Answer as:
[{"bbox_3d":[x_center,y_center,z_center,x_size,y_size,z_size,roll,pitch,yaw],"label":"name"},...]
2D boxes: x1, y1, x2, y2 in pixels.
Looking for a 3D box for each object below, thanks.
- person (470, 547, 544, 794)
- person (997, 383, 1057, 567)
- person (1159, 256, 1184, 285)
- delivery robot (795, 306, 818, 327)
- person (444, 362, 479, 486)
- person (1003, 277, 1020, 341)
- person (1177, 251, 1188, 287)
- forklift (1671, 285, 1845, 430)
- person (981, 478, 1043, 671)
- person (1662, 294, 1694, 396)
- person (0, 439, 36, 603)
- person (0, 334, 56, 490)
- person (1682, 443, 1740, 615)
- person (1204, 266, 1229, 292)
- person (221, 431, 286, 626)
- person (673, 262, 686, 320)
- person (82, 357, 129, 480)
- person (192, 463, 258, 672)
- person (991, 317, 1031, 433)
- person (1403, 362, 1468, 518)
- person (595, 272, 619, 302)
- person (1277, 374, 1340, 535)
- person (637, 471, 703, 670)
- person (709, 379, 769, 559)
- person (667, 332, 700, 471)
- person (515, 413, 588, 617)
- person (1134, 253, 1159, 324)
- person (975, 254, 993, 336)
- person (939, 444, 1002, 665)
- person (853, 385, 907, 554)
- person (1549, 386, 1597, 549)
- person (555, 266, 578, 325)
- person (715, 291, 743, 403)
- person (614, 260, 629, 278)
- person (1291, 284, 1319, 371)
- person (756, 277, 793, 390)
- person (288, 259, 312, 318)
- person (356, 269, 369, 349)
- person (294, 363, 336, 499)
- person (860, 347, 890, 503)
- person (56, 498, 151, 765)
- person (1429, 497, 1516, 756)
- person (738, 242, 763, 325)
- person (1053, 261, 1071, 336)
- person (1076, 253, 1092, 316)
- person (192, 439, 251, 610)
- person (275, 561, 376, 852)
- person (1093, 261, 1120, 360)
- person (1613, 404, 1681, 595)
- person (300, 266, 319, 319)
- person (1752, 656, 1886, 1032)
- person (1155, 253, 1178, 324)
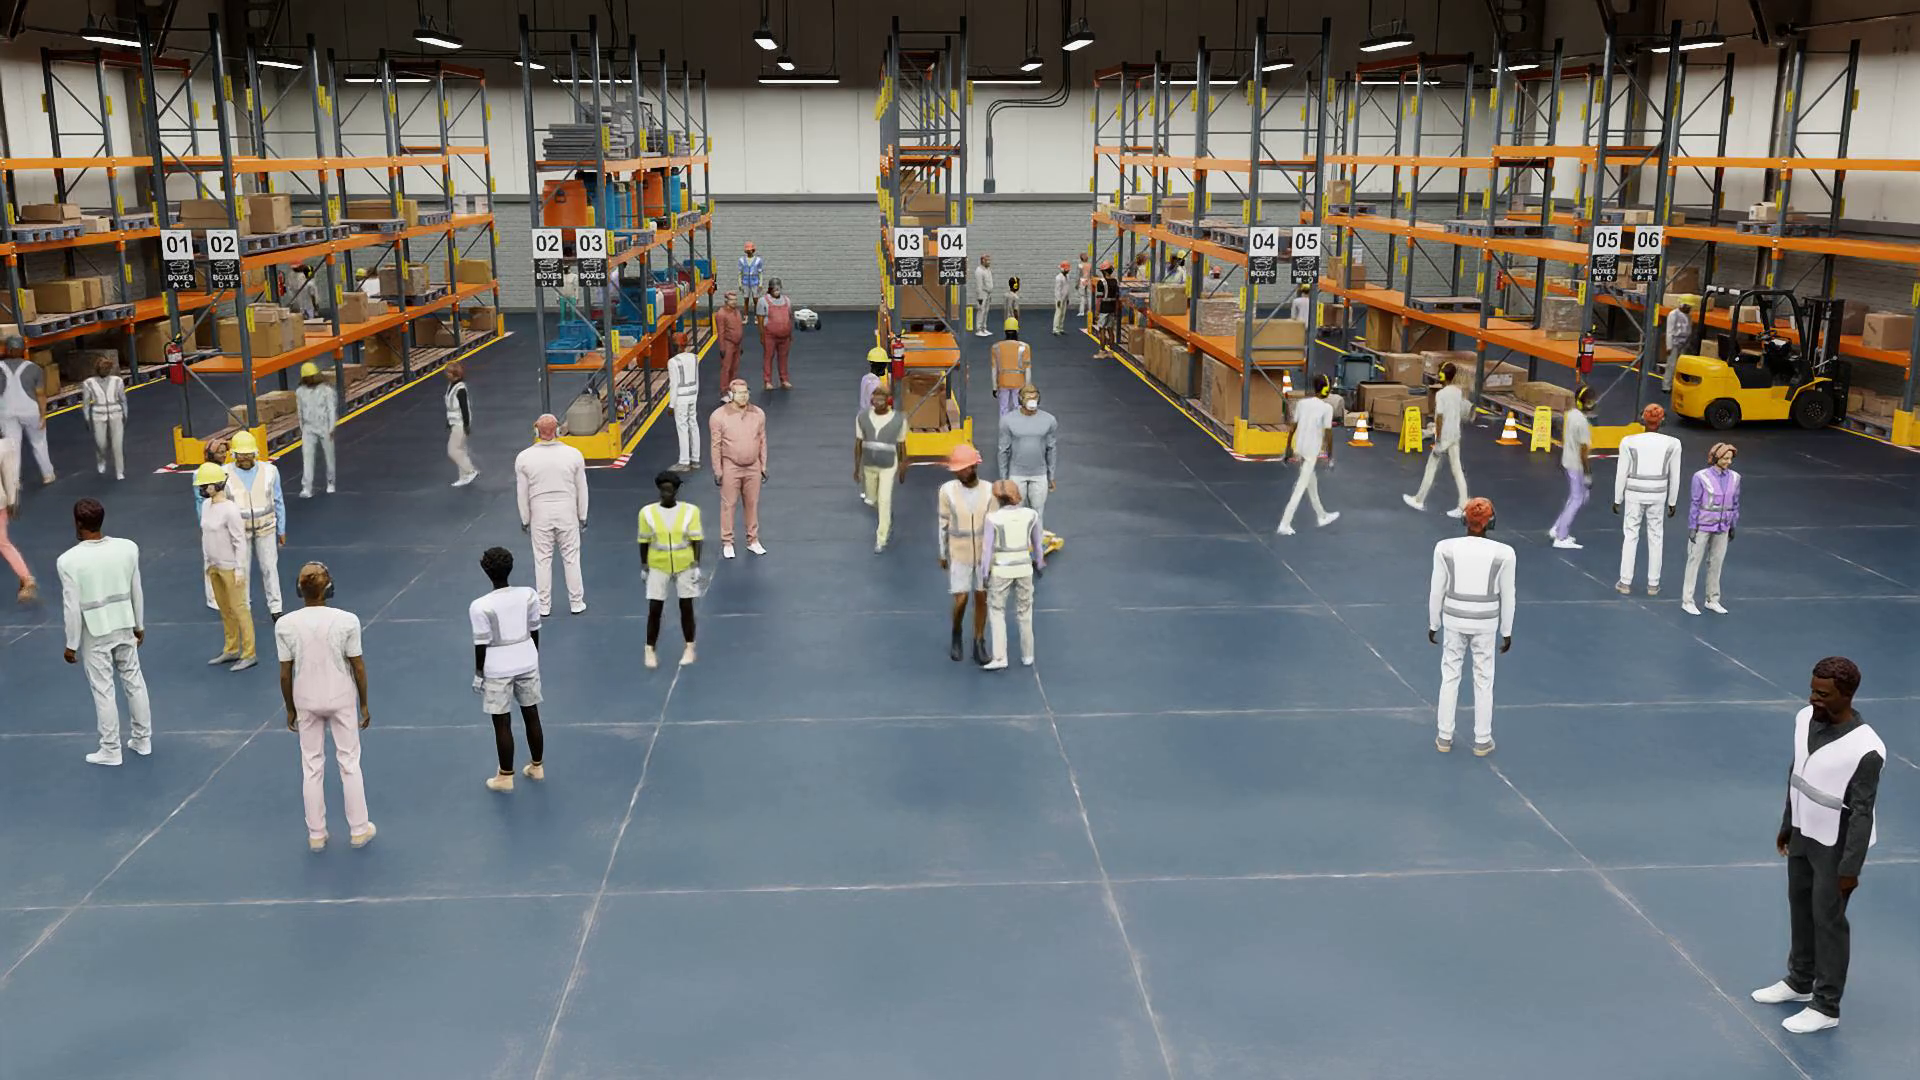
[{"bbox_3d":[-3.069,0.876,11.294,0.321,1.695,0.530,12,18,41],"label":"person"},{"bbox_3d":[0.701,-0.665,17.303,0.633,1.940,0.368,-2,13,-9],"label":"person"},{"bbox_3d":[4.895,-5.702,38.819,0.608,1.868,0.986,-1,13,-5],"label":"person"},{"bbox_3d":[-3.704,-5.382,40.051,0.477,0.478,0.707,-7,15,-28],"label":"delivery robot"},{"bbox_3d":[-6.486,-1.483,21.433,0.371,1.627,0.522,-7,15,-26],"label":"person"},{"bbox_3d":[1.023,-4.193,32.426,0.327,1.863,0.506,-7,15,-29],"label":"person"},{"bbox_3d":[5.234,-5.916,39.591,0.384,1.916,0.594,6,15,25],"label":"person"},{"bbox_3d":[12.503,-2.886,26.166,2.313,2.155,1.214,-1,13,-3],"label":"forklift"},{"bbox_3d":[0.444,0.292,13.924,0.572,1.633,0.341,-5,14,-20],"label":"person"},{"bbox_3d":[12.684,-3.446,29.369,0.611,1.809,0.448,-8,15,-30],"label":"person"},{"bbox_3d":[-9.247,-0.329,15.817,0.821,1.971,0.625,8,15,29],"label":"person"},{"bbox_3d":[-12.066,-1.680,21.384,0.683,2.000,0.883,-4,14,-17],"label":"person"},{"bbox_3d":[7.047,-0.105,15.594,0.514,1.634,0.313,-3,14,-13],"label":"person"},{"bbox_3d":[5.666,-5.167,36.770,0.562,1.752,0.323,2,13,8],"label":"person"},{"bbox_3d":[-6.445,-0.096,15.140,0.594,1.824,0.403,-7,15,-27],"label":"person"},{"bbox_3d":[-6.861,-5.919,40.253,0.519,1.608,0.523,-5,14,-20],"label":"person"},{"bbox_3d":[-11.293,-1.613,22.011,0.541,1.613,0.591,-8,15,-31],"label":"person"},{"bbox_3d":[-6.167,0.224,13.907,0.533,1.767,0.326,10,17,36],"label":"person"},{"bbox_3d":[0.739,-2.242,24.001,0.588,1.930,0.359,2,13,10],"label":"person"},{"bbox_3d":[5.746,-1.199,19.797,0.557,1.828,0.952,-9,16,-34],"label":"person"},{"bbox_3d":[-7.852,-5.328,37.110,0.568,1.914,0.520,-1,13,-2],"label":"person"},{"bbox_3d":[3.970,-0.974,18.920,1.045,1.806,0.541,-9,16,-33],"label":"person"},{"bbox_3d":[-2.435,0.242,14.000,0.543,1.685,0.385,-2,14,-10],"label":"person"},{"bbox_3d":[-2.343,-0.768,17.800,0.641,1.913,0.407,-8,15,-30],"label":"person"},{"bbox_3d":[-3.751,-1.876,22.553,0.355,1.883,0.572,8,15,29],"label":"person"},{"bbox_3d":[-3.791,-0.230,15.524,0.643,1.912,0.410,-3,14,-14],"label":"person"},{"bbox_3d":[4.533,-6.031,40.272,0.945,1.842,0.580,3,14,11],"label":"person"},{"bbox_3d":[0.571,-5.692,38.699,0.401,1.900,0.637,4,14,16],"label":"person"},{"bbox_3d":[0.101,0.129,14.007,0.516,1.915,0.500,-2,13,-8],"label":"person"},{"bbox_3d":[-0.848,-0.810,18.180,0.579,1.820,0.778,4,14,16],"label":"person"},{"bbox_3d":[6.707,-0.785,18.057,0.378,1.826,0.632,3,14,11],"label":"person"},{"bbox_3d":[-9.165,-5.654,38.808,0.525,1.769,0.308,-4,14,-16],"label":"person"},{"bbox_3d":[-3.930,-3.327,28.656,0.399,1.905,0.643,6,15,24],"label":"person"},{"bbox_3d":[-7.611,-5.449,37.482,0.403,1.987,0.608,1,13,2],"label":"person"},{"bbox_3d":[6.785,-4.210,32.755,0.534,1.738,0.786,3,14,14],"label":"person"},{"bbox_3d":[-3.313,-3.751,30.156,0.688,2.000,0.538,-9,16,-34],"label":"person"},{"bbox_3d":[-14.657,-5.358,37.134,0.627,1.974,1.035,6,15,25],"label":"person"},{"bbox_3d":[-12.959,-5.027,36.200,0.297,1.745,0.484,1,13,2],"label":"person"},{"bbox_3d":[-8.063,-1.368,20.817,0.497,1.688,0.929,-2,13,-7],"label":"person"},{"bbox_3d":[-1.042,-1.419,20.551,0.397,1.919,0.587,-3,14,-14],"label":"person"},{"bbox_3d":[-6.046,0.649,11.780,0.390,1.920,0.587,8,15,30],"label":"person"},{"bbox_3d":[3.676,0.621,11.972,0.584,1.882,0.339,5,14,21],"label":"person"},{"bbox_3d":[-5.174,-6.334,41.096,0.608,2.044,0.371,1,13,3],"label":"person"},{"bbox_3d":[2.406,-5.625,38.755,0.391,1.738,0.577,7,15,26],"label":"person"},{"bbox_3d":[3.237,-6.653,43.317,0.523,1.636,0.310,-8,16,-32],"label":"person"},{"bbox_3d":[-7.030,-0.158,15.821,0.313,1.632,0.518,6,15,25],"label":"person"},{"bbox_3d":[-3.929,1.032,10.317,0.506,1.846,0.344,-3,14,-12],"label":"person"},{"bbox_3d":[3.022,-4.745,34.411,0.610,2.028,0.408,-11,17,-39],"label":"person"},{"bbox_3d":[6.712,-0.397,16.285,0.585,1.882,0.340,3,14,14],"label":"person"},{"bbox_3d":[-13.859,-4.910,35.469,0.499,1.861,0.333,11,17,39],"label":"person"},{"bbox_3d":[4.288,1.490,8.241,0.397,1.911,0.588,-1,13,-5],"label":"person"},{"bbox_3d":[5.140,-6.066,40.450,0.778,1.823,0.635,-2,13,-8],"label":"person"}]
